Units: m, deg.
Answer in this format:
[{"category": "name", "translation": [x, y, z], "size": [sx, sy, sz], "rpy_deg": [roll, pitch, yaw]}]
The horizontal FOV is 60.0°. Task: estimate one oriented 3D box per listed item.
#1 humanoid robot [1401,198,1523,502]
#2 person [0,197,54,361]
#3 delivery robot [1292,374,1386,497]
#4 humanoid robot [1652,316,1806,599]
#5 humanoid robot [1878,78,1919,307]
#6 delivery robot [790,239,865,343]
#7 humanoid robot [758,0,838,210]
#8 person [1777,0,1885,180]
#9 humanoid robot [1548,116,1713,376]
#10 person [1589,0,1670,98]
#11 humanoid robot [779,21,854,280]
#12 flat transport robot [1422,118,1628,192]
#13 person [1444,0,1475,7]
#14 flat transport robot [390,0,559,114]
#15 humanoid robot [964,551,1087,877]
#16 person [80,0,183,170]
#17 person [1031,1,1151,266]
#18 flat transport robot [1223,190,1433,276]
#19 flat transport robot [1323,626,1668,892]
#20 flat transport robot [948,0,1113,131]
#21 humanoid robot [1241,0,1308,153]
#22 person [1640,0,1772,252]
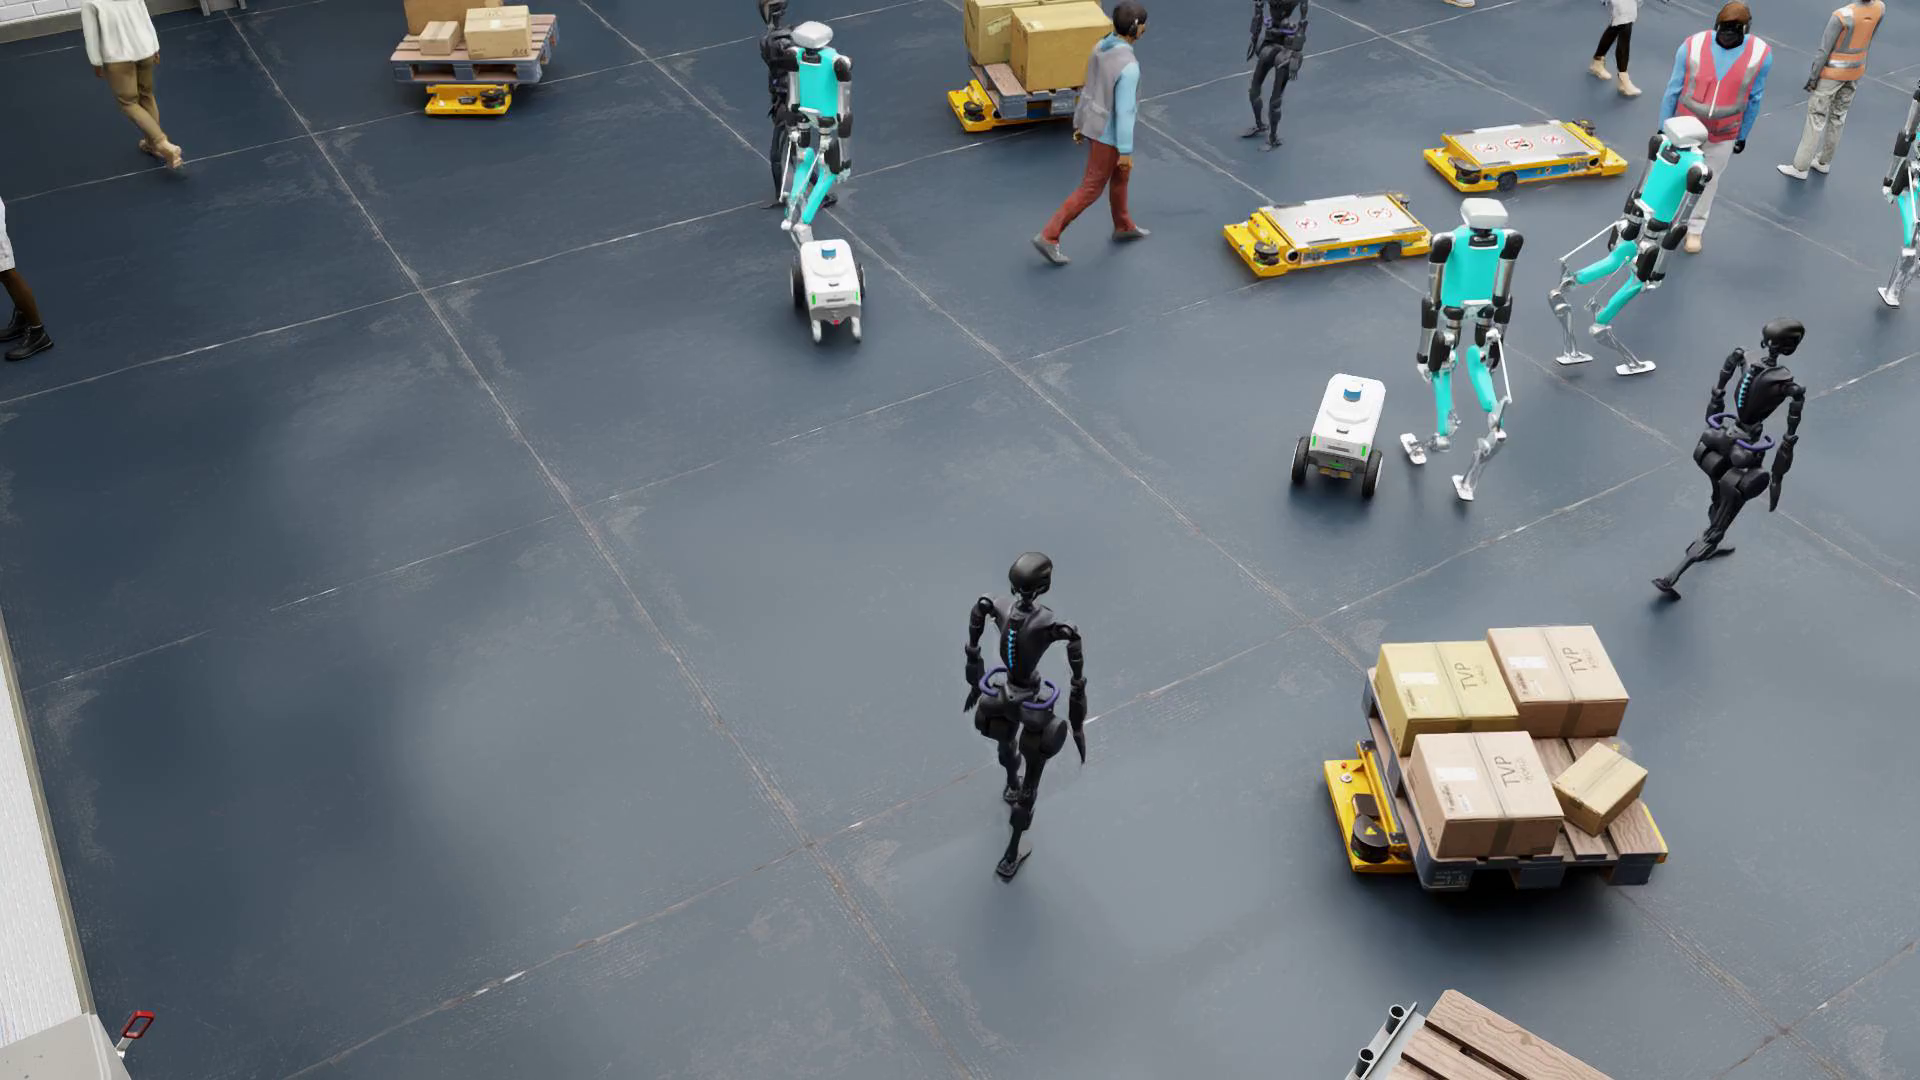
[{"category": "humanoid robot", "translation": [2.895, -0.963, 9.332], "size": [0.553, 1.741, 0.930], "rpy_deg": [-7, 39, -8]}, {"category": "person", "translation": [-6.245, -2.059, 10.544], "size": [0.348, 1.942, 0.544], "rpy_deg": [-25, 45, -28]}, {"category": "delivery robot", "translation": [2.290, -0.640, 9.884], "size": [0.499, 0.614, 0.808], "rpy_deg": [13, 40, 15]}, {"category": "humanoid robot", "translation": [4.061, -0.451, 8.765], "size": [0.768, 1.636, 0.586], "rpy_deg": [-17, 41, -20]}, {"category": "humanoid robot", "translation": [6.439, -2.292, 11.020], "size": [0.544, 1.777, 0.896], "rpy_deg": [7, 39, 8]}, {"category": "delivery robot", "translation": [-0.880, -1.731, 11.260], "size": [0.499, 0.612, 0.796], "rpy_deg": [-6, 39, -8]}, {"category": "humanoid robot", "translation": [-1.257, -3.184, 12.208], "size": [0.608, 1.648, 0.607], "rpy_deg": [-10, 39, -12]}, {"category": "person", "translation": [6.678, -3.546, 12.669], "size": [0.505, 1.629, 0.315], "rpy_deg": [-14, 40, -17]}, {"category": "humanoid robot", "translation": [4.081, -1.748, 10.324], "size": [0.882, 1.780, 0.544], "rpy_deg": [-8, 39, -10]}, {"category": "person", "translation": [5.706, -4.581, 13.945], "size": [0.529, 1.656, 0.795], "rpy_deg": [-16, 41, -19]}, {"category": "humanoid robot", "translation": [-1.075, -2.557, 11.335], "size": [0.553, 1.769, 0.793], "rpy_deg": [22, 43, 25]}, {"category": "flat transport robot", "translation": [4.460, -3.034, 13.121], "size": [1.431, 0.231, 0.659], "rpy_deg": [-9, 39, -11]}, {"category": "person", "translation": [4.835, -5.973, 15.530], "size": [0.356, 1.882, 0.573], "rpy_deg": [16, 41, 20]}, {"category": "flat transport robot", "translation": [-4.137, -4.053, 14.405], "size": [0.659, 0.231, 1.431], "rpy_deg": [0, 38, 0]}, {"category": "humanoid robot", "translation": [0.304, 0.701, 7.292], "size": [0.609, 1.629, 0.714], "rpy_deg": [18, 42, 21]}, {"category": "person", "translation": [-6.356, -3.682, 12.752], "size": [0.767, 1.741, 0.529], "rpy_deg": [26, 45, 29]}, {"category": "person", "translation": [0.960, -2.829, 11.617], "size": [0.960, 1.829, 0.563], "rpy_deg": [-11, 40, -14]}, {"category": "flat transport robot", "translation": [2.711, -2.235, 12.112], "size": [1.431, 0.231, 0.659], "rpy_deg": [-10, 39, -12]}, {"category": "flat transport robot", "translation": [2.477, 1.228, 7.742], "size": [1.431, 0.231, 0.659], "rpy_deg": [-1, 38, -2]}, {"category": "flat transport robot", "translation": [0.666, -3.719, 13.984], "size": [1.431, 0.231, 0.659], "rpy_deg": [-9, 39, -11]}, {"category": "humanoid robot", "translation": [2.493, -3.873, 13.048], "size": [0.407, 1.650, 0.589], "rpy_deg": [-23, 44, -26]}, {"category": "person", "translation": [5.226, -2.893, 11.689], "size": [0.629, 1.833, 0.434], "rpy_deg": [15, 41, 18]}]
